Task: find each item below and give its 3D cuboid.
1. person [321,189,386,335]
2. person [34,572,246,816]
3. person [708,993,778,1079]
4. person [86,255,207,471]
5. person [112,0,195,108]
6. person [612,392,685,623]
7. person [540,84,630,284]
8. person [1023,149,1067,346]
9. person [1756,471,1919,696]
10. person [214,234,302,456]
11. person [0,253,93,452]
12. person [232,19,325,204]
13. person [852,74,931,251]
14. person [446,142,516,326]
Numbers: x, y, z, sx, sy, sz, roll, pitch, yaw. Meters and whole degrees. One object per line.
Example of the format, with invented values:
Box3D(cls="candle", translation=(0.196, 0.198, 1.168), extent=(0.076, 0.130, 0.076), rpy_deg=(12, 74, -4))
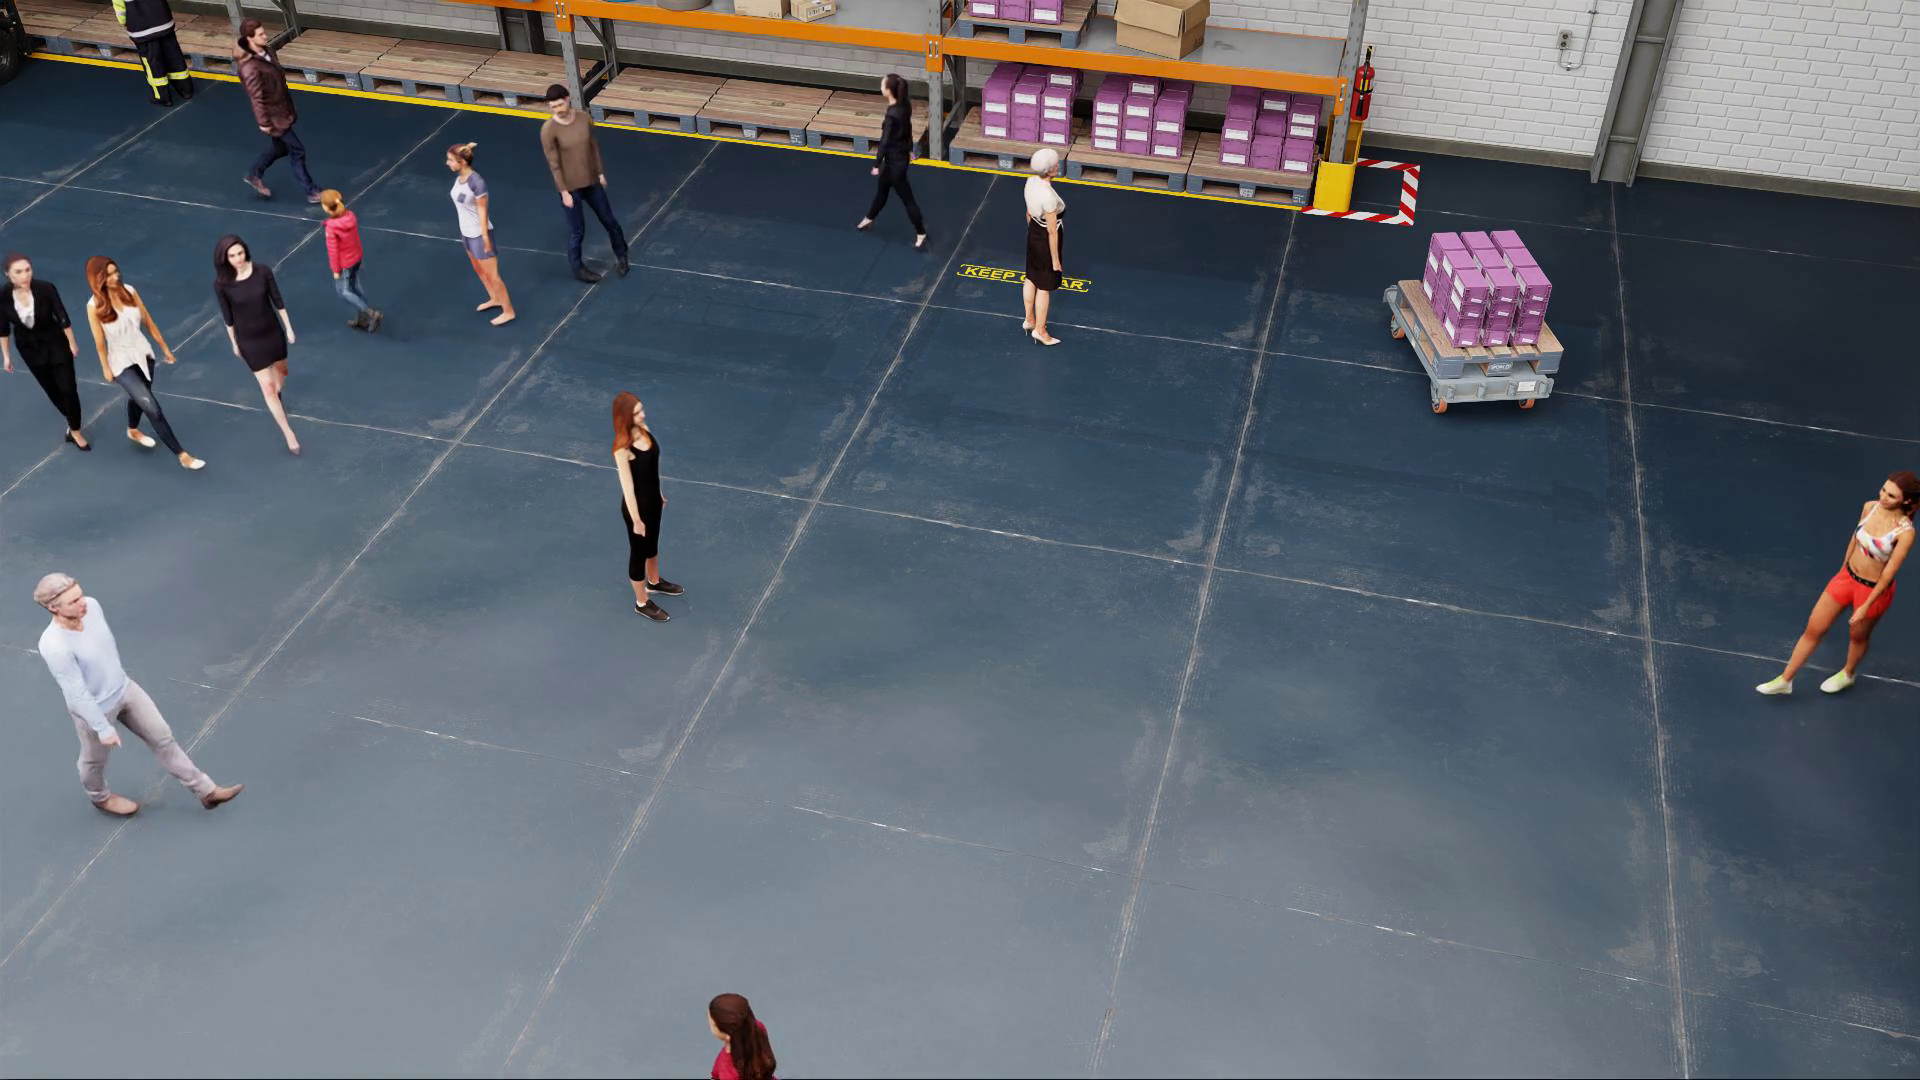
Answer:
Box3D(cls="person", translation=(-5.121, -2.328, 14.069), extent=(0.673, 1.304, 0.539), rpy_deg=(12, 40, 14))
Box3D(cls="person", translation=(-4.997, 0.943, 9.546), extent=(1.221, 1.836, 0.771), rpy_deg=(6, 39, 7))
Box3D(cls="person", translation=(-0.887, 2.645, 7.661), extent=(0.946, 1.530, 0.536), rpy_deg=(9, 39, 11))
Box3D(cls="person", translation=(-6.277, -1.346, 12.496), extent=(1.180, 1.734, 0.749), rpy_deg=(16, 41, 19))
Box3D(cls="person", translation=(-8.656, -5.611, 17.636), extent=(0.804, 1.983, 0.855), rpy_deg=(26, 45, 29))
Box3D(cls="person", translation=(-2.132, -0.248, 11.126), extent=(0.496, 1.726, 0.555), rpy_deg=(9, 39, 11))
Box3D(cls="person", translation=(-3.411, -3.136, 14.641), extent=(0.910, 1.854, 0.900), rpy_deg=(28, 46, 30))
Box3D(cls="person", translation=(0.681, -2.438, 13.846), extent=(0.740, 1.755, 0.714), rpy_deg=(-15, 41, -18))
Box3D(cls="person", translation=(5.726, 0.295, 10.418), extent=(1.041, 1.762, 0.914), rpy_deg=(-15, 41, -17))
Box3D(cls="person", translation=(-5.351, -1.552, 12.721), extent=(1.041, 1.774, 1.146), rpy_deg=(-24, 44, -27))
Box3D(cls="person", translation=(-7.000, -1.485, 12.743), extent=(0.762, 1.642, 0.851), rpy_deg=(-6, 39, -8))
Box3D(cls="person", translation=(-6.597, -4.048, 15.811), extent=(1.229, 1.819, 0.956), rpy_deg=(-1, 39, -1))
Box3D(cls="person", translation=(-0.491, -3.379, 15.093), extent=(1.032, 1.669, 0.647), rpy_deg=(12, 40, 15))
Box3D(cls="person", translation=(-4.108, -2.620, 14.186), extent=(0.698, 1.615, 0.614), rpy_deg=(-25, 45, -28))
